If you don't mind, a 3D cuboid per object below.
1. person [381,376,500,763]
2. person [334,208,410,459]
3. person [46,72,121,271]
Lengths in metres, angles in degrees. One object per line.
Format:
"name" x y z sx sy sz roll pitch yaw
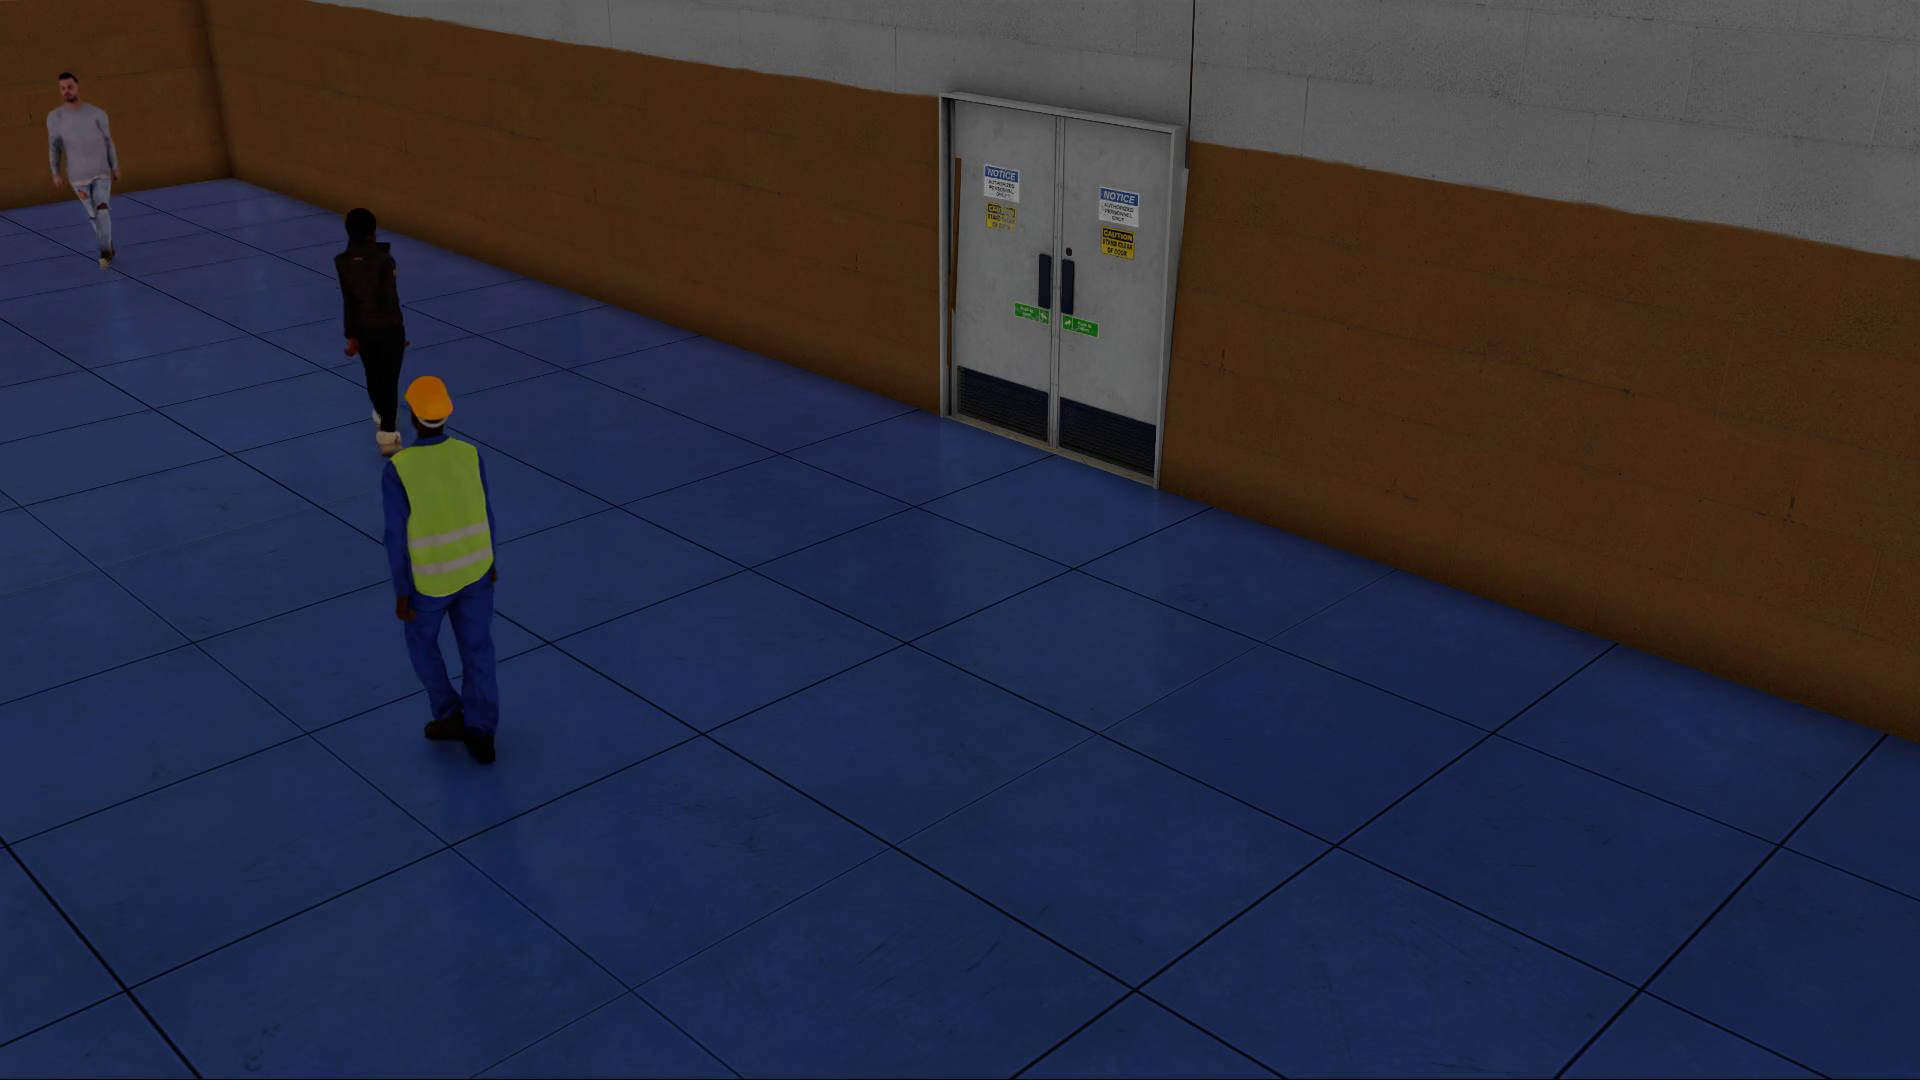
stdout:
"person" -2.247 0.178 7.376 0.638 1.800 0.779 -17 29 -34
"person" -3.874 -1.439 11.256 1.140 1.652 1.057 17 29 34
"person" -8.235 -3.478 15.736 1.181 1.796 1.108 -7 25 -16
